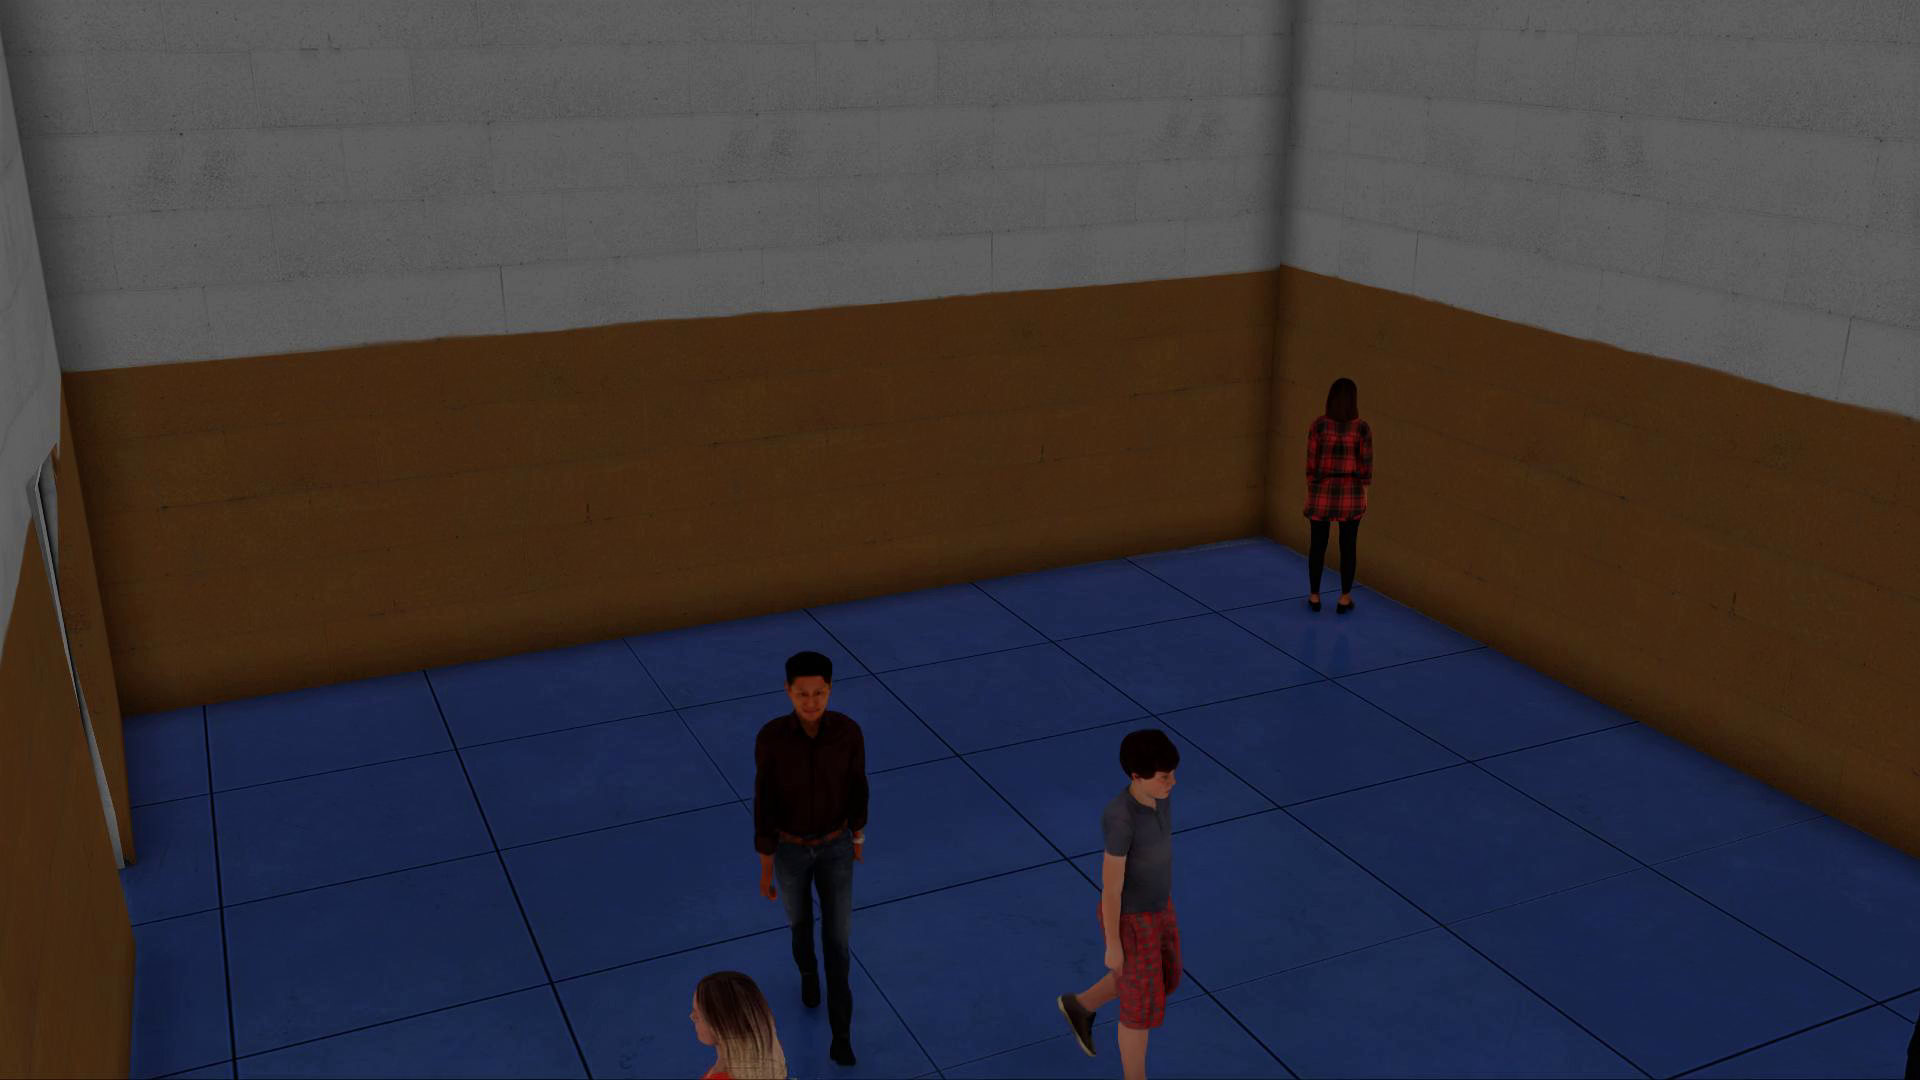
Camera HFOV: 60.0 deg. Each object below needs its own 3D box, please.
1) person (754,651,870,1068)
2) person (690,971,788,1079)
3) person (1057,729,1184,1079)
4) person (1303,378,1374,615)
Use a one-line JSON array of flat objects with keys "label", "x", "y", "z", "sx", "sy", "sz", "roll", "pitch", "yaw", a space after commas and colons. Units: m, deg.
[{"label": "person", "x": -0.644, "y": 1.270, "z": 7.044, "sx": 1.104, "sy": 1.733, "sz": 0.904, "roll": -3, "pitch": 19, "yaw": -8}, {"label": "person", "x": -0.576, "y": 2.032, "z": 4.865, "sx": 1.031, "sy": 1.680, "sz": 0.953, "roll": 6, "pitch": 19, "yaw": 16}, {"label": "person", "x": 0.652, "y": 1.475, "z": 6.569, "sx": 0.949, "sy": 1.635, "sz": 0.947, "roll": 11, "pitch": 22, "yaw": 30}, {"label": "person", "x": 2.666, "y": -0.316, "z": 11.794, "sx": 0.698, "sy": 1.702, "sz": 0.761, "roll": 6, "pitch": 20, "yaw": 18}]
